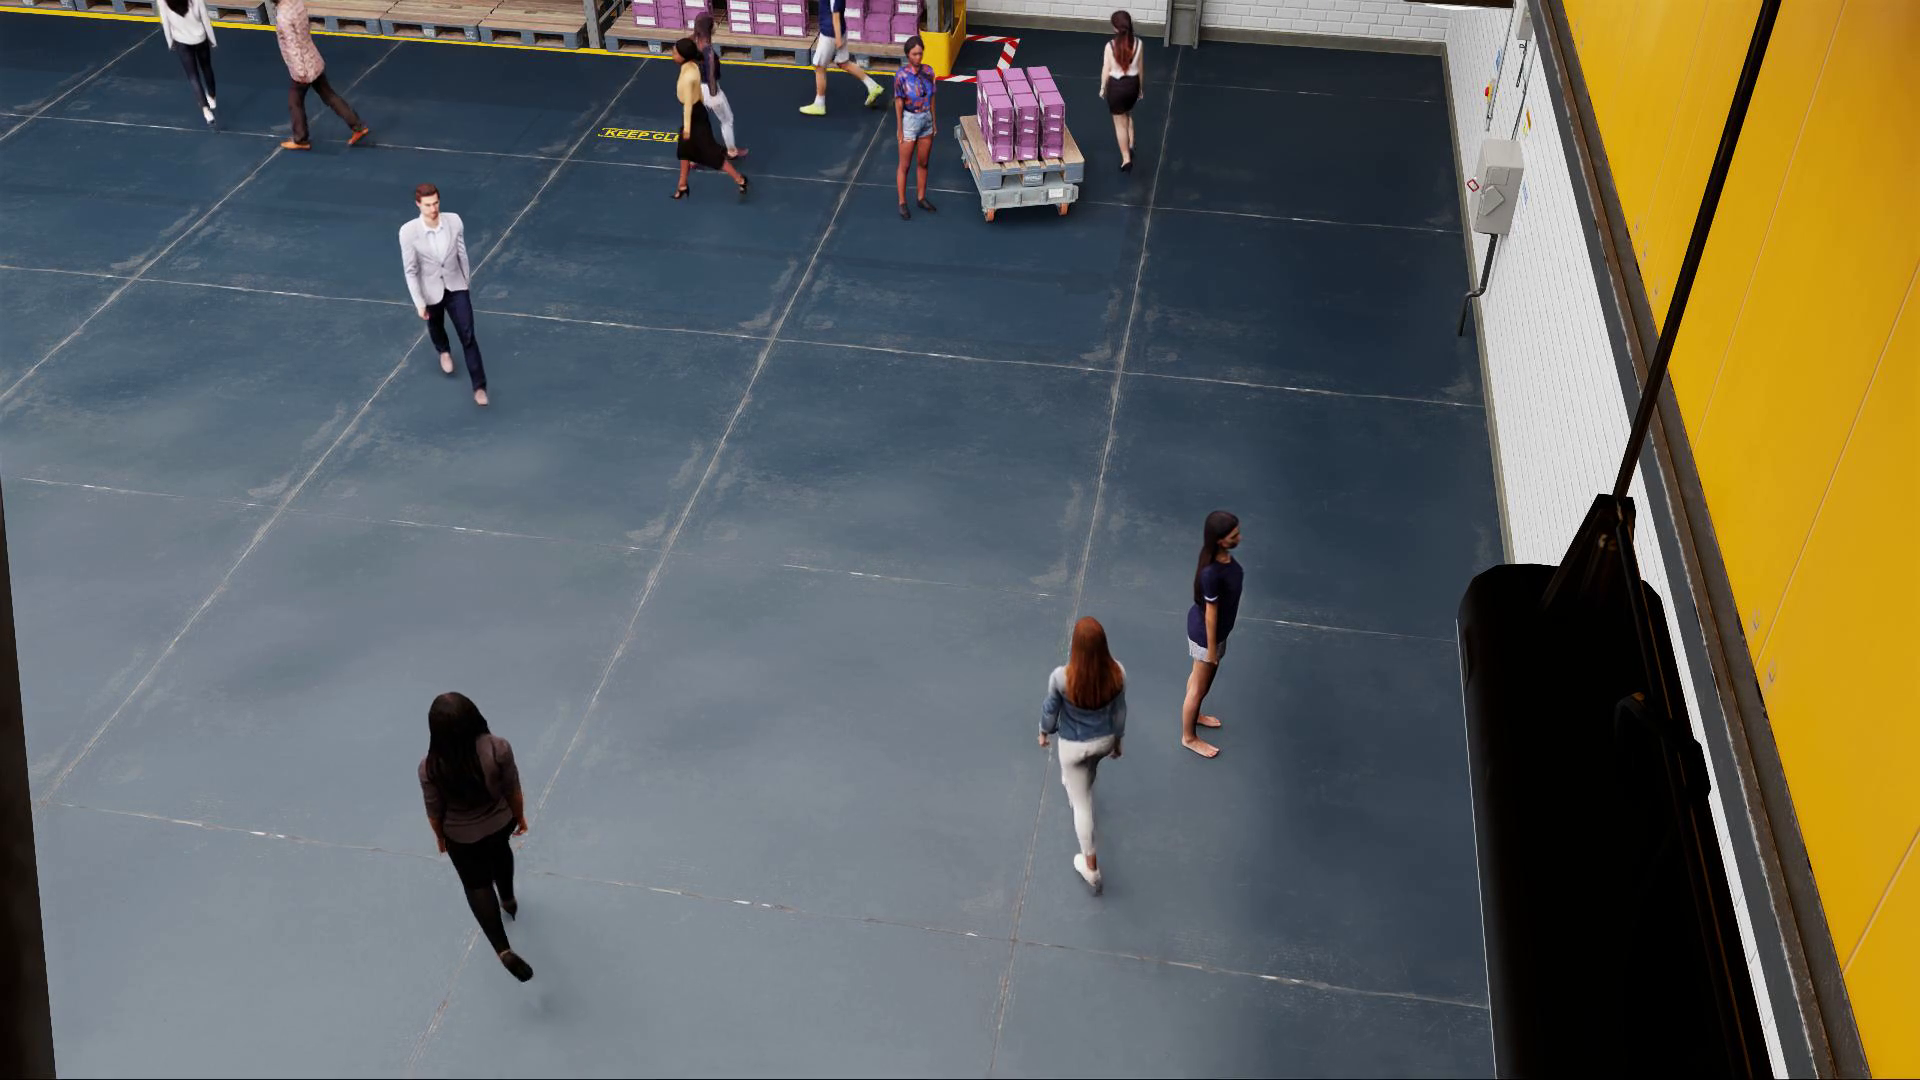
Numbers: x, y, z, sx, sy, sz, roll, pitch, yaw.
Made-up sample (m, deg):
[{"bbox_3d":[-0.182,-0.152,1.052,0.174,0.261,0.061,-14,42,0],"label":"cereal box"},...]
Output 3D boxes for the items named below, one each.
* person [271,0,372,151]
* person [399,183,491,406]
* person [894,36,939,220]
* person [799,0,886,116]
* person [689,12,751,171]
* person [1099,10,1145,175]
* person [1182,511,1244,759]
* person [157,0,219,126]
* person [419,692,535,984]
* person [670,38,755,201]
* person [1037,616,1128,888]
[{"bbox_3d":[-6.485,-4.763,16.686,1.138,1.797,0.689,5,39,6],"label":"person"},{"bbox_3d":[-4.156,-2.020,13.253,1.268,1.794,1.208,-16,41,-20],"label":"person"},{"bbox_3d":[-0.418,-3.882,15.624,0.650,1.744,0.728,-20,43,-23],"label":"person"},{"bbox_3d":[-1.238,-5.306,17.358,1.189,1.806,0.770,0,39,0],"label":"person"},{"bbox_3d":[-2.519,-4.374,16.372,0.988,1.578,0.934,-27,46,-29],"label":"person"},{"bbox_3d":[1.613,-4.330,16.279,0.687,1.627,0.751,-12,40,-15],"label":"person"},{"bbox_3d":[1.502,0.545,10.063,0.516,1.767,0.569,8,39,10],"label":"person"},{"bbox_3d":[-7.978,-5.136,17.257,1.100,1.665,1.074,-17,42,-20],"label":"person"},{"bbox_3d":[-2.475,1.580,8.729,1.098,1.814,1.102,-19,42,-22],"label":"person"},{"bbox_3d":[-2.414,-3.938,15.799,1.106,1.614,0.744,-2,39,-3],"label":"person"},{"bbox_3d":[0.729,1.213,9.317,1.143,1.652,1.007,-10,40,-13],"label":"person"}]
